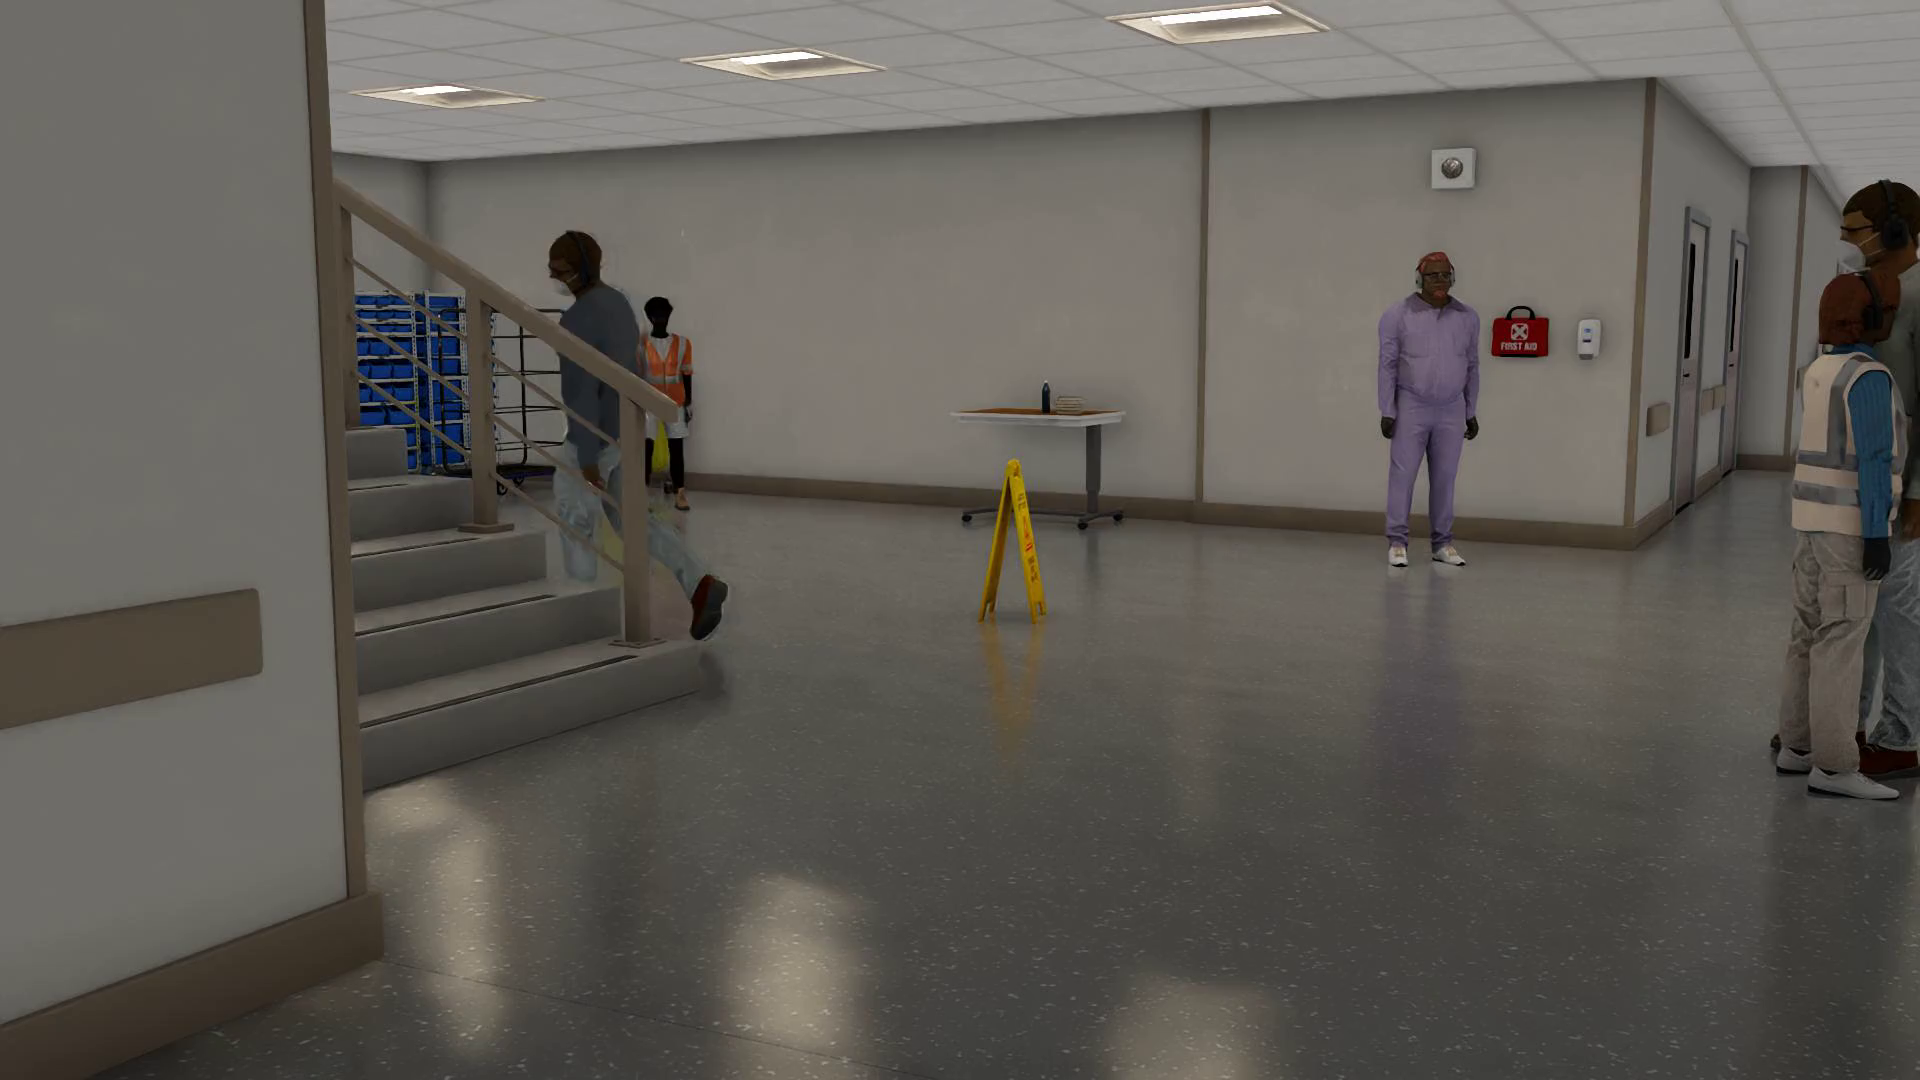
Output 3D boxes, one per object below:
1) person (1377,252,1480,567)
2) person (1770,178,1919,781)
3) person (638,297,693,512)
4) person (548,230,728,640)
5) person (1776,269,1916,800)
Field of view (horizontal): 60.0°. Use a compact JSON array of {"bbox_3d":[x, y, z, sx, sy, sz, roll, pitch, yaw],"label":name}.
[{"bbox_3d":[2.864,-0.788,10.129,0.643,1.909,0.410,-1,7,-7],"label":"person"},{"bbox_3d":[2.983,-0.189,5.412,0.373,1.936,0.627,0,7,-2],"label":"person"},{"bbox_3d":[-2.351,-1.056,13.044,0.537,1.685,0.327,-3,8,-22],"label":"person"},{"bbox_3d":[-1.529,-0.427,7.446,0.875,1.892,0.661,2,8,15],"label":"person"},{"bbox_3d":[2.782,-0.022,5.236,0.307,1.645,0.519,1,7,7],"label":"person"}]
